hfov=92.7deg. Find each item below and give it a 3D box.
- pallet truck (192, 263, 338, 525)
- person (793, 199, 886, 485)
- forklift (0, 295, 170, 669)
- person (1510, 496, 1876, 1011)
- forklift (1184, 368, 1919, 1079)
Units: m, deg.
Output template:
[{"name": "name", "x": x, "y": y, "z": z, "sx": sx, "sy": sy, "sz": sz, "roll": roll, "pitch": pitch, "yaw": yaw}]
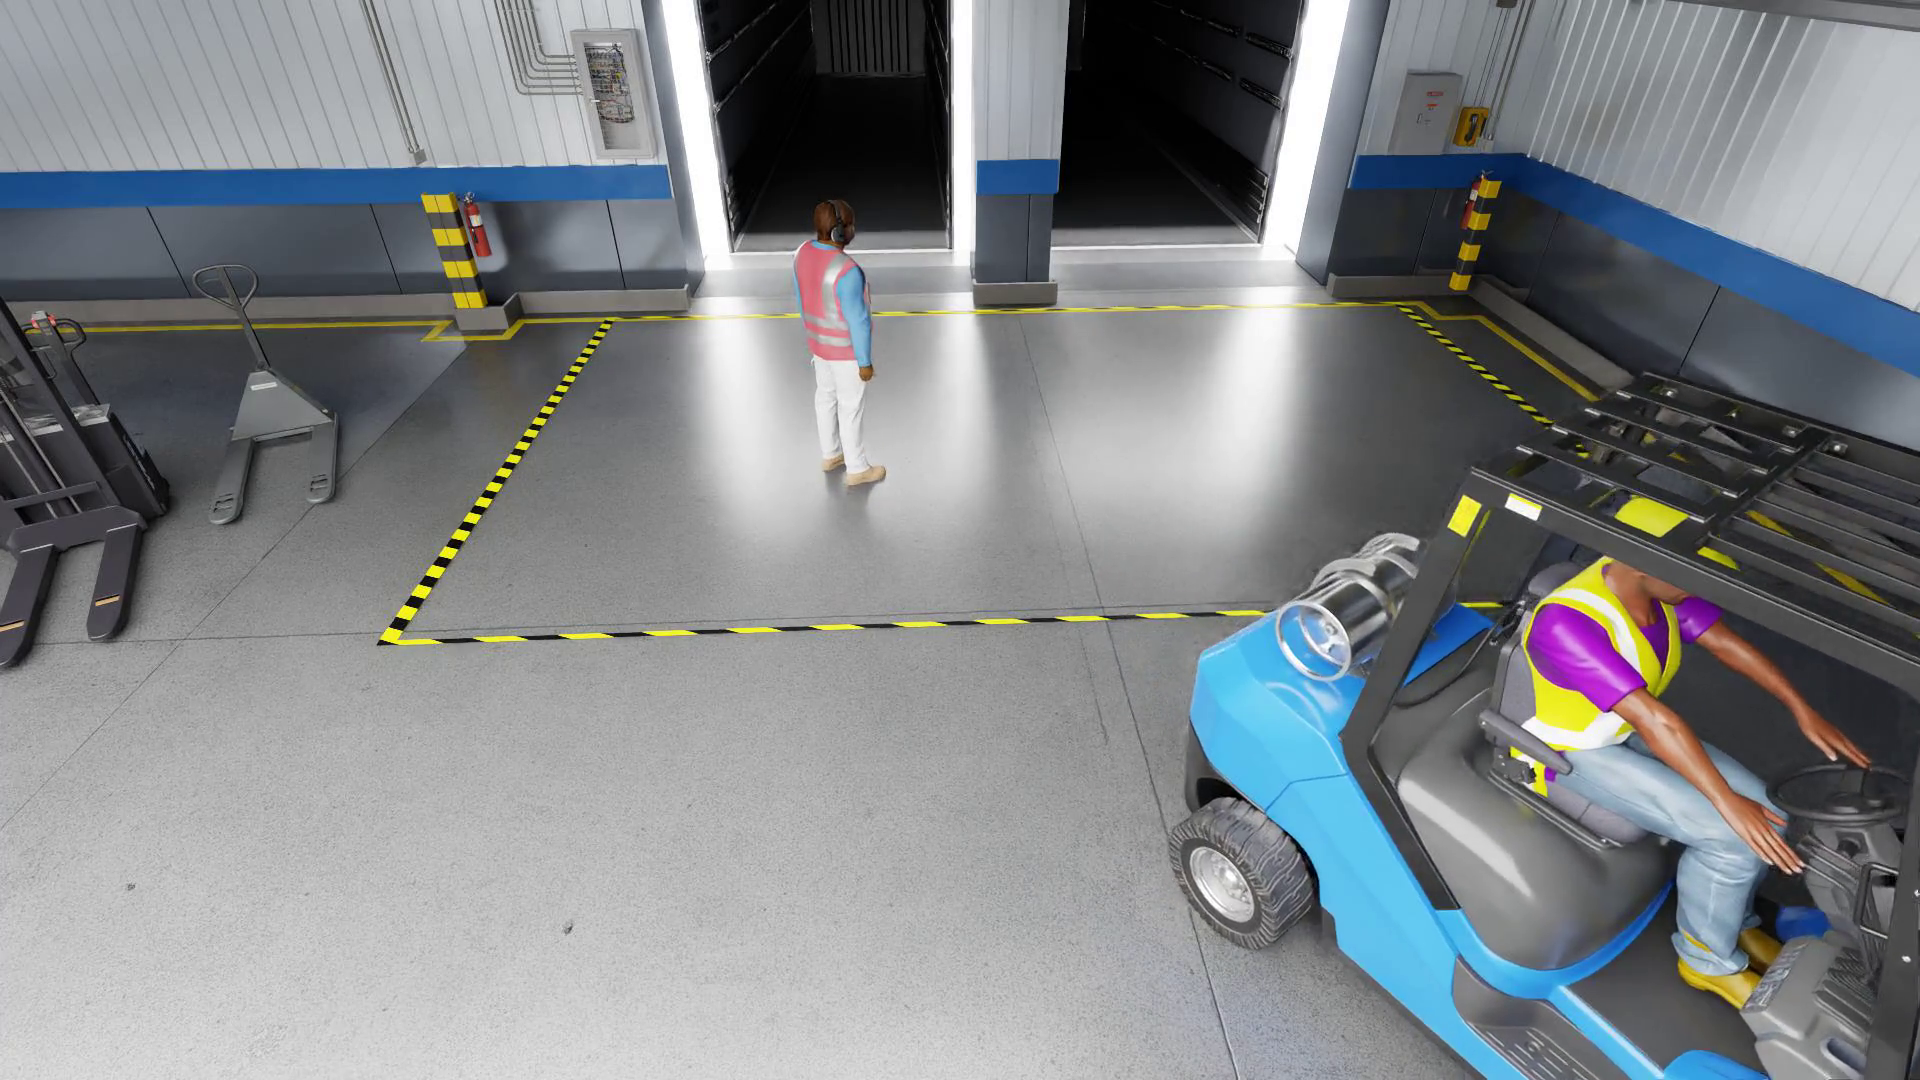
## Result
[{"name": "pallet truck", "x": -4.778, "y": -1.027, "z": 6.128, "sx": 0.680, "sy": 1.201, "sz": 1.601, "roll": -17, "pitch": 38, "yaw": -23}, {"name": "person", "x": -0.762, "y": -1.240, "z": 5.906, "sx": 0.429, "sy": 1.841, "sz": 0.632, "roll": -27, "pitch": 43, "yaw": -33}, {"name": "forklift", "x": -5.212, "y": -0.618, "z": 4.878, "sx": 0.823, "sy": 1.965, "sz": 1.885, "roll": -20, "pitch": 39, "yaw": -26}, {"name": "person", "x": 2.040, "y": 0.595, "z": 2.496, "sx": 0.635, "sy": 1.293, "sz": 1.004, "roll": -22, "pitch": 41, "yaw": -29}, {"name": "forklift", "x": 2.011, "y": 0.719, "z": 2.646, "sx": 1.157, "sy": 2.036, "sz": 2.680, "roll": -22, "pitch": 41, "yaw": -29}]
